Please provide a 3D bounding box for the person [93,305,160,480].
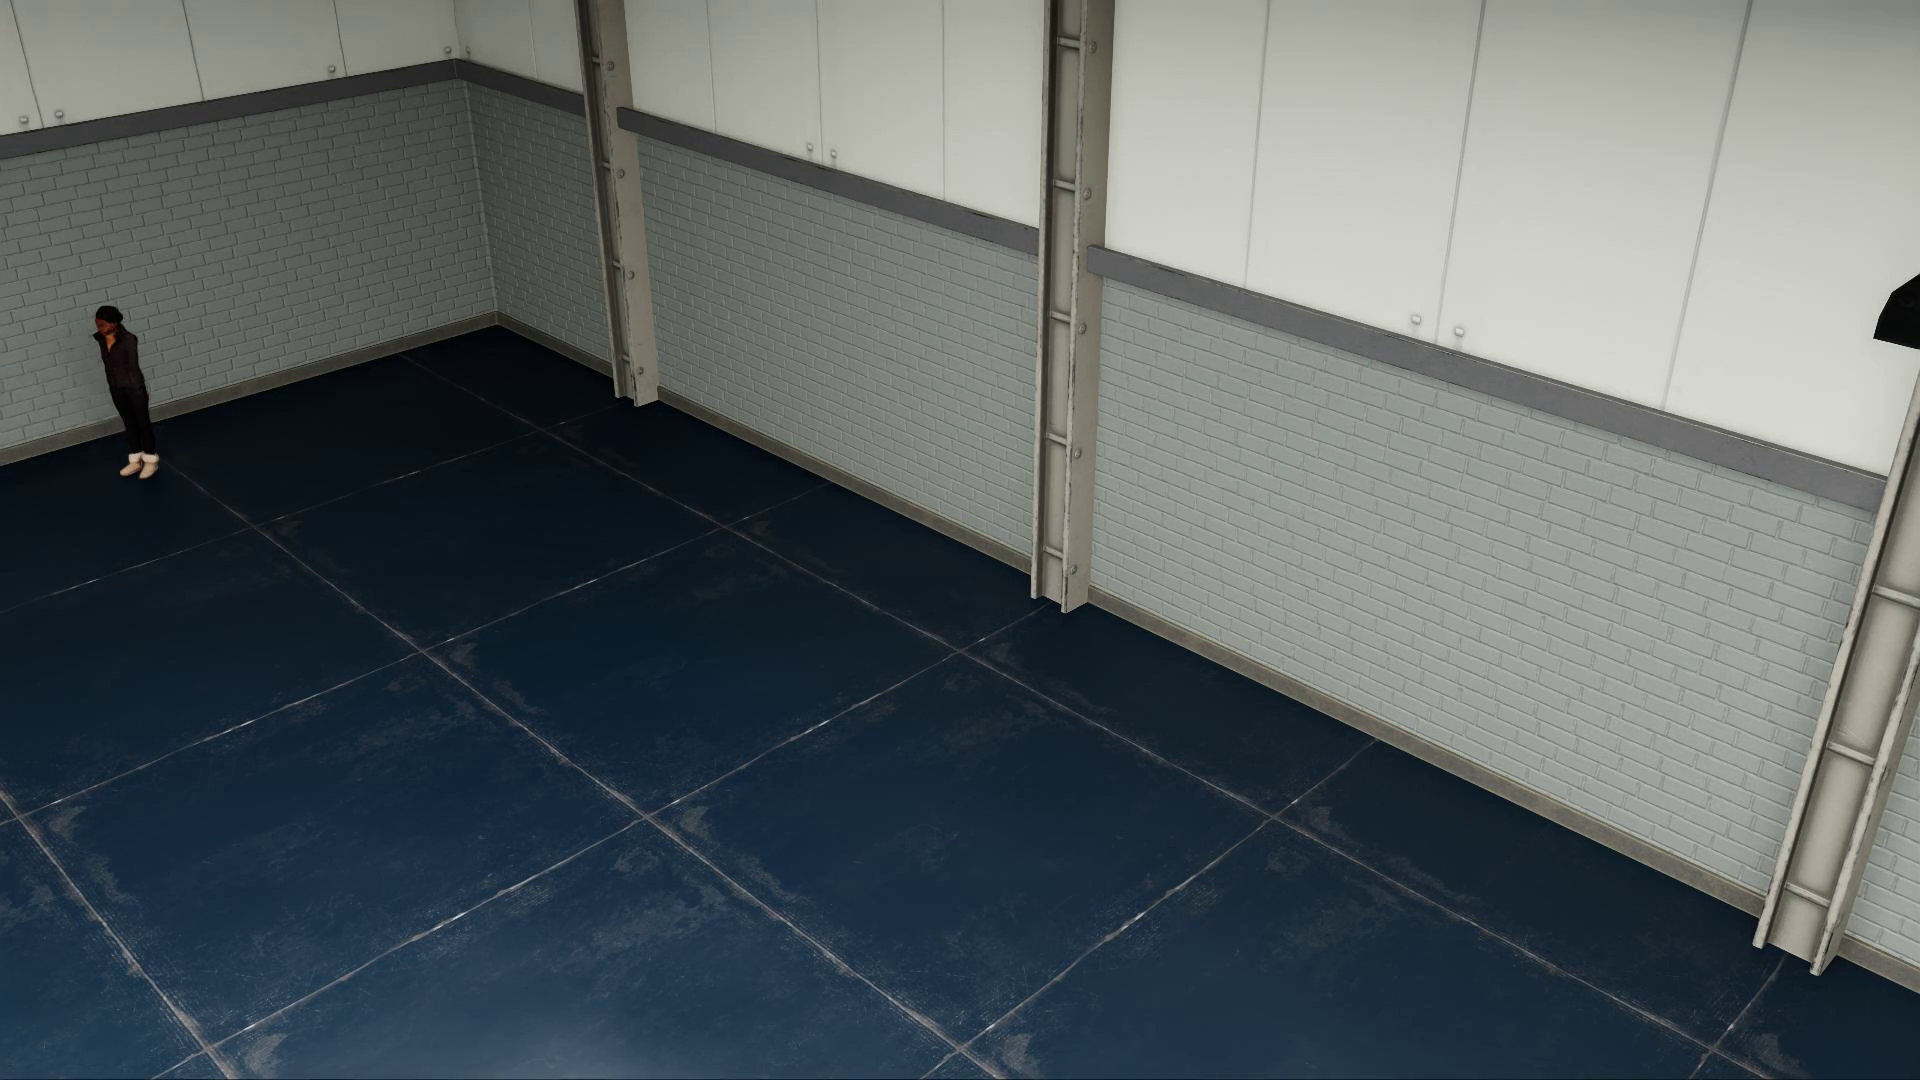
[{"bbox_3d":[-7.839,-1.433,15.678,0.704,1.662,0.761,-2,28,-4],"label":"person"}]
